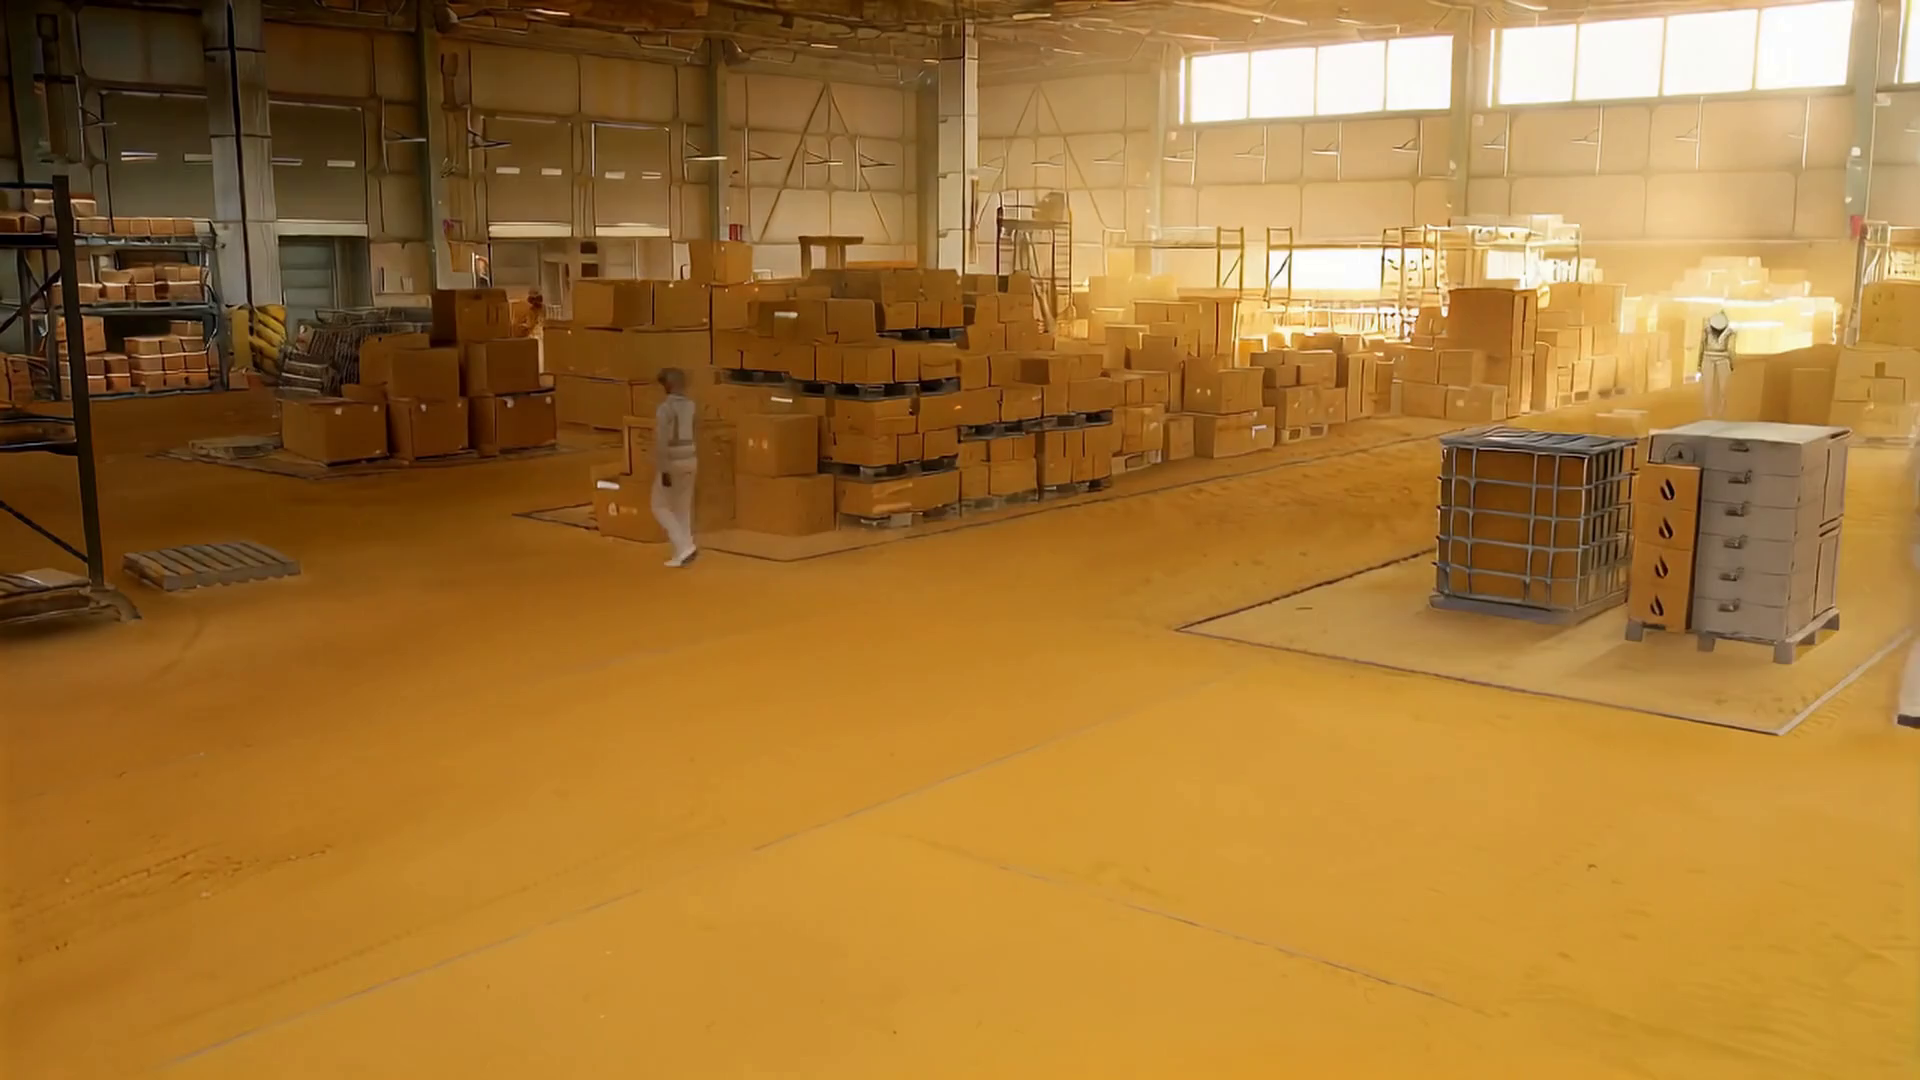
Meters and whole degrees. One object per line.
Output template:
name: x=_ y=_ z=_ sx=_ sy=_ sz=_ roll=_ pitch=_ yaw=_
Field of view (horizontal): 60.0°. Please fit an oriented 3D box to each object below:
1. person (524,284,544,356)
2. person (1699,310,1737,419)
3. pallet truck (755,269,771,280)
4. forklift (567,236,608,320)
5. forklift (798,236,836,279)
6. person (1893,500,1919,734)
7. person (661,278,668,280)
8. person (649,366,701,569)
person: x=-9.985 y=-5.147 z=39.063 sx=0.316 sy=1.695 sz=0.541 roll=9 pitch=13 yaw=42
person: x=11.395 y=-2.642 z=25.017 sx=0.519 sy=1.625 sz=0.568 roll=6 pitch=12 yaw=30
pallet truck: x=-4.996 y=-6.432 z=45.525 sx=1.885 sy=1.965 sz=0.823 roll=-6 pitch=12 yaw=-32
forklift: x=-8.560 y=-5.636 z=38.480 sx=1.873 sy=2.768 sz=1.129 roll=8 pitch=13 yaw=40
forklift: x=-3.360 y=-5.810 z=39.471 sx=1.873 sy=2.768 sz=1.129 roll=10 pitch=14 yaw=44
person: x=5.138 y=0.119 z=8.611 sx=0.463 sy=1.868 sz=0.582 roll=6 pitch=12 yaw=30
person: x=-6.367 y=-4.705 z=35.907 sx=0.639 sy=1.927 sz=0.387 roll=-5 pitch=11 yaw=-26
person: x=-2.253 y=-0.562 z=13.155 sx=0.377 sy=1.626 sz=0.526 roll=5 pitch=11 yaw=25
